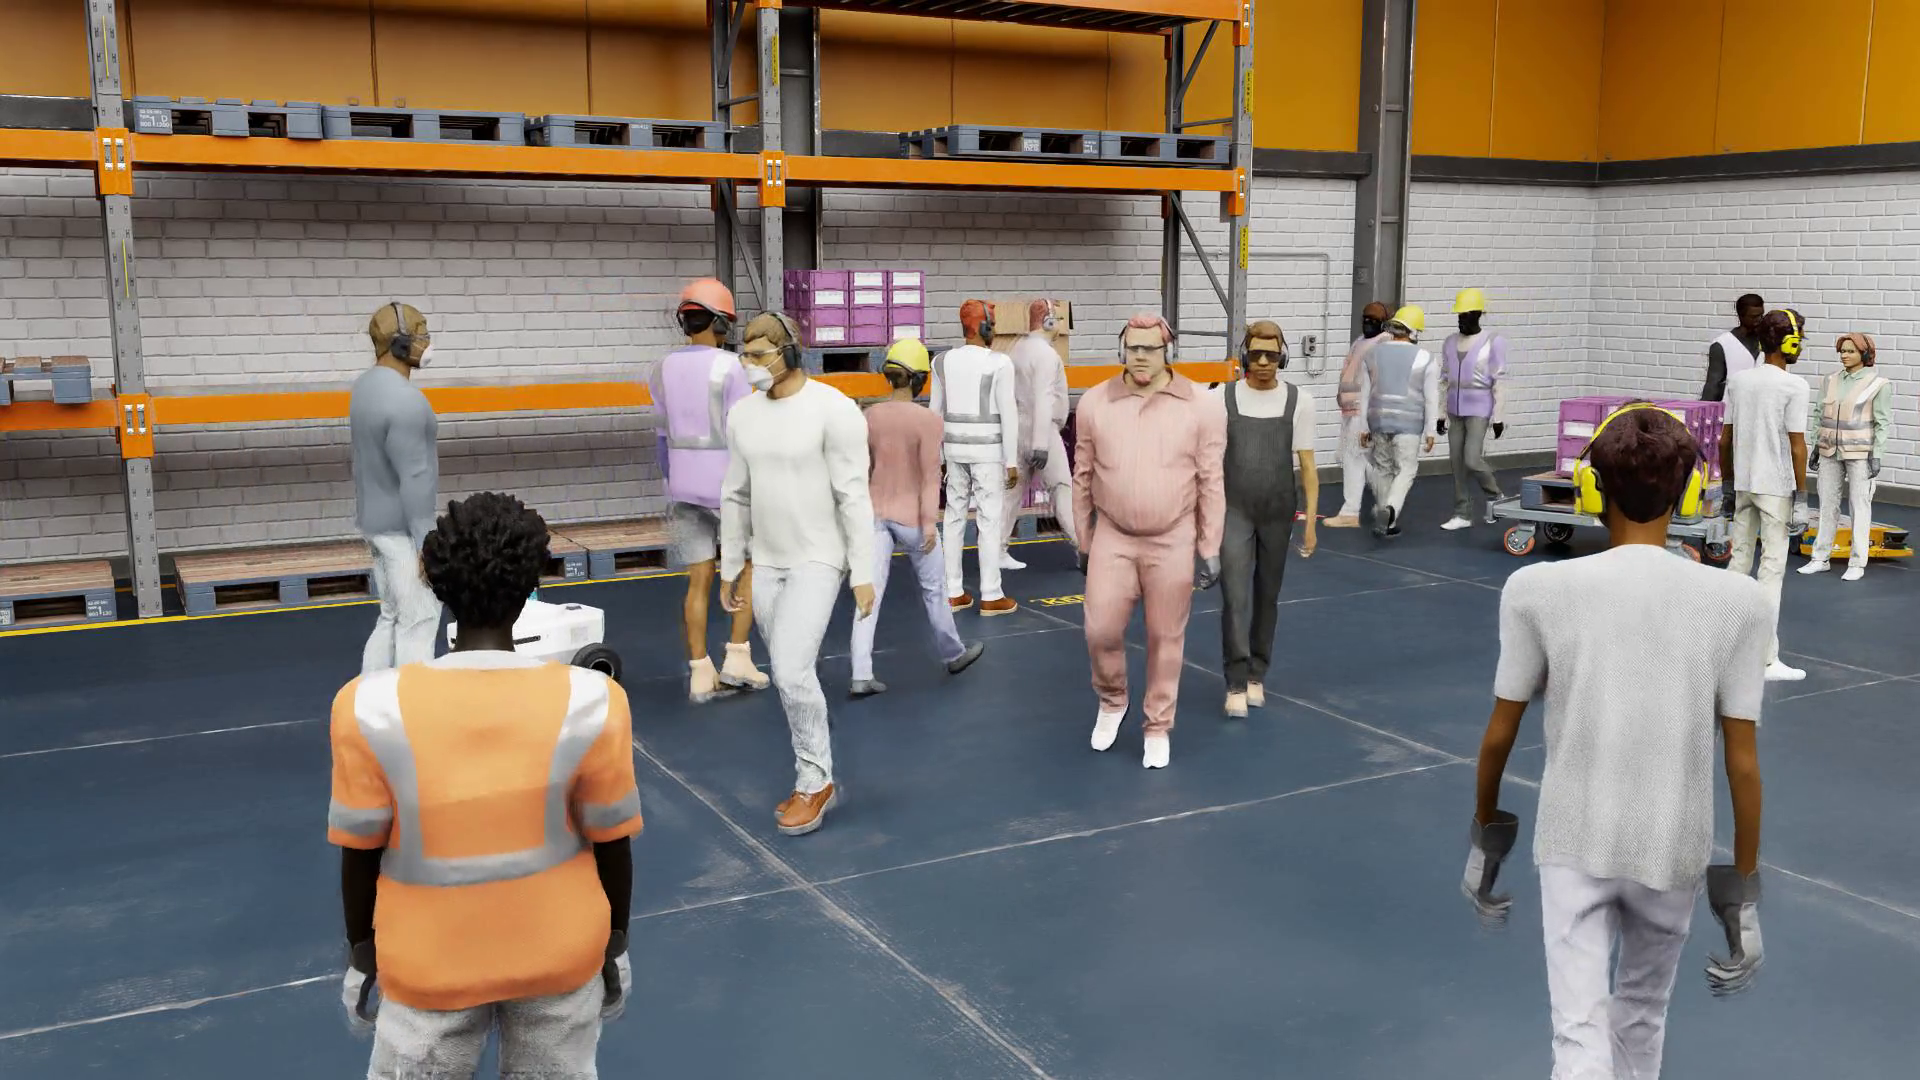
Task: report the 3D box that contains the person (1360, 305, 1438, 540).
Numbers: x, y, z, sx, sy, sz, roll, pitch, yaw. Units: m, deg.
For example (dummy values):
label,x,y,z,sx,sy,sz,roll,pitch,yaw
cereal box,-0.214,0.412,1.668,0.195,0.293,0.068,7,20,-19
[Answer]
label,x,y,z,sx,sy,sz,roll,pitch,yaw
person,3.259,-0.856,12.455,0.593,1.802,0.731,6,11,31

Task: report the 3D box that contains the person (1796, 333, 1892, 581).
label,x,y,z,sx,sy,sz,roll,pitch,yaw
person,5.902,-0.553,11.064,0.310,1.642,0.514,-5,11,-29

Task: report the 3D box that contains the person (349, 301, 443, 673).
label,x,y,z,sx,sy,sz,roll,pitch,yaw
person,-2.319,-0.024,6.955,0.396,1.942,0.642,-6,11,-34

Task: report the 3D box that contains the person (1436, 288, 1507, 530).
label,x,y,z,sx,sy,sz,roll,pitch,yaw
person,4.028,-1.021,13.090,0.505,1.908,0.598,-6,11,-31

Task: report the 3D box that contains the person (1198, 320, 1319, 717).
label,x,y,z,sx,sy,sz,roll,pitch,yaw
person,1.369,-0.083,7.633,0.547,1.821,0.731,1,9,6

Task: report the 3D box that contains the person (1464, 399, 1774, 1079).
label,x,y,z,sx,sy,sz,roll,pitch,yaw
person,1.295,0.632,3.326,0.538,1.813,0.994,2,10,14

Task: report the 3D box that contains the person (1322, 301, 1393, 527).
label,x,y,z,sx,sy,sz,roll,pitch,yaw
person,3.219,-0.997,13.254,0.587,1.807,0.649,-1,9,-3

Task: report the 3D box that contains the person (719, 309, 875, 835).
label,x,y,z,sx,sy,sz,roll,pitch,yaw
person,-0.653,0.124,6.096,0.645,1.915,0.591,7,12,38

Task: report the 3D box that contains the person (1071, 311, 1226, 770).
label,x,y,z,sx,sy,sz,roll,pitch,yaw
person,0.771,0.009,6.884,0.649,1.895,0.434,2,9,11

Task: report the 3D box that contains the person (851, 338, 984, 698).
label,x,y,z,sx,sy,sz,roll,pitch,yaw
person,-0.247,-0.118,8.152,0.542,1.717,0.901,6,11,34

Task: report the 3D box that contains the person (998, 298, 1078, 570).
label,x,y,z,sx,sy,sz,roll,pitch,yaw
person,0.601,-0.703,11.319,0.938,1.860,0.664,-3,10,-19

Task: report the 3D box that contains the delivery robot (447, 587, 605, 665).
label,x,y,z,sx,sy,sz,roll,pitch,yaw
delivery robot,-2.053,0.462,7.891,0.477,0.478,0.707,9,13,43

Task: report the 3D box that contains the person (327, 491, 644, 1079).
label,x,y,z,sx,sy,sz,roll,pitch,yaw
person,-0.823,0.756,2.958,0.542,1.679,0.481,-3,10,-17

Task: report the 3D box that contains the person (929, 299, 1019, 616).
label,x,y,z,sx,sy,sz,roll,pitch,yaw
person,0.088,-0.487,9.926,0.579,1.881,0.342,6,11,31

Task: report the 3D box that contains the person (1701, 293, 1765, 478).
label,x,y,z,sx,sy,sz,roll,pitch,yaw
person,5.978,-0.989,13.018,0.613,1.884,0.686,-5,10,-27

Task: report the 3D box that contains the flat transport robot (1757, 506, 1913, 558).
label,x,y,z,sx,sy,sz,roll,pitch,yaw
flat transport robot,6.287,-0.076,12.318,0.652,0.197,1.431,-1,9,-6

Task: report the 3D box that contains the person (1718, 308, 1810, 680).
label,x,y,z,sx,sy,sz,roll,pitch,yaw
person,4.065,-0.227,8.389,0.313,1.866,0.538,-4,10,-21

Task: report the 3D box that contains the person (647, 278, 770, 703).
label,x,y,z,sx,sy,sz,roll,pitch,yaw
person,-1.178,-0.237,7.995,0.639,2.012,0.584,5,11,29
